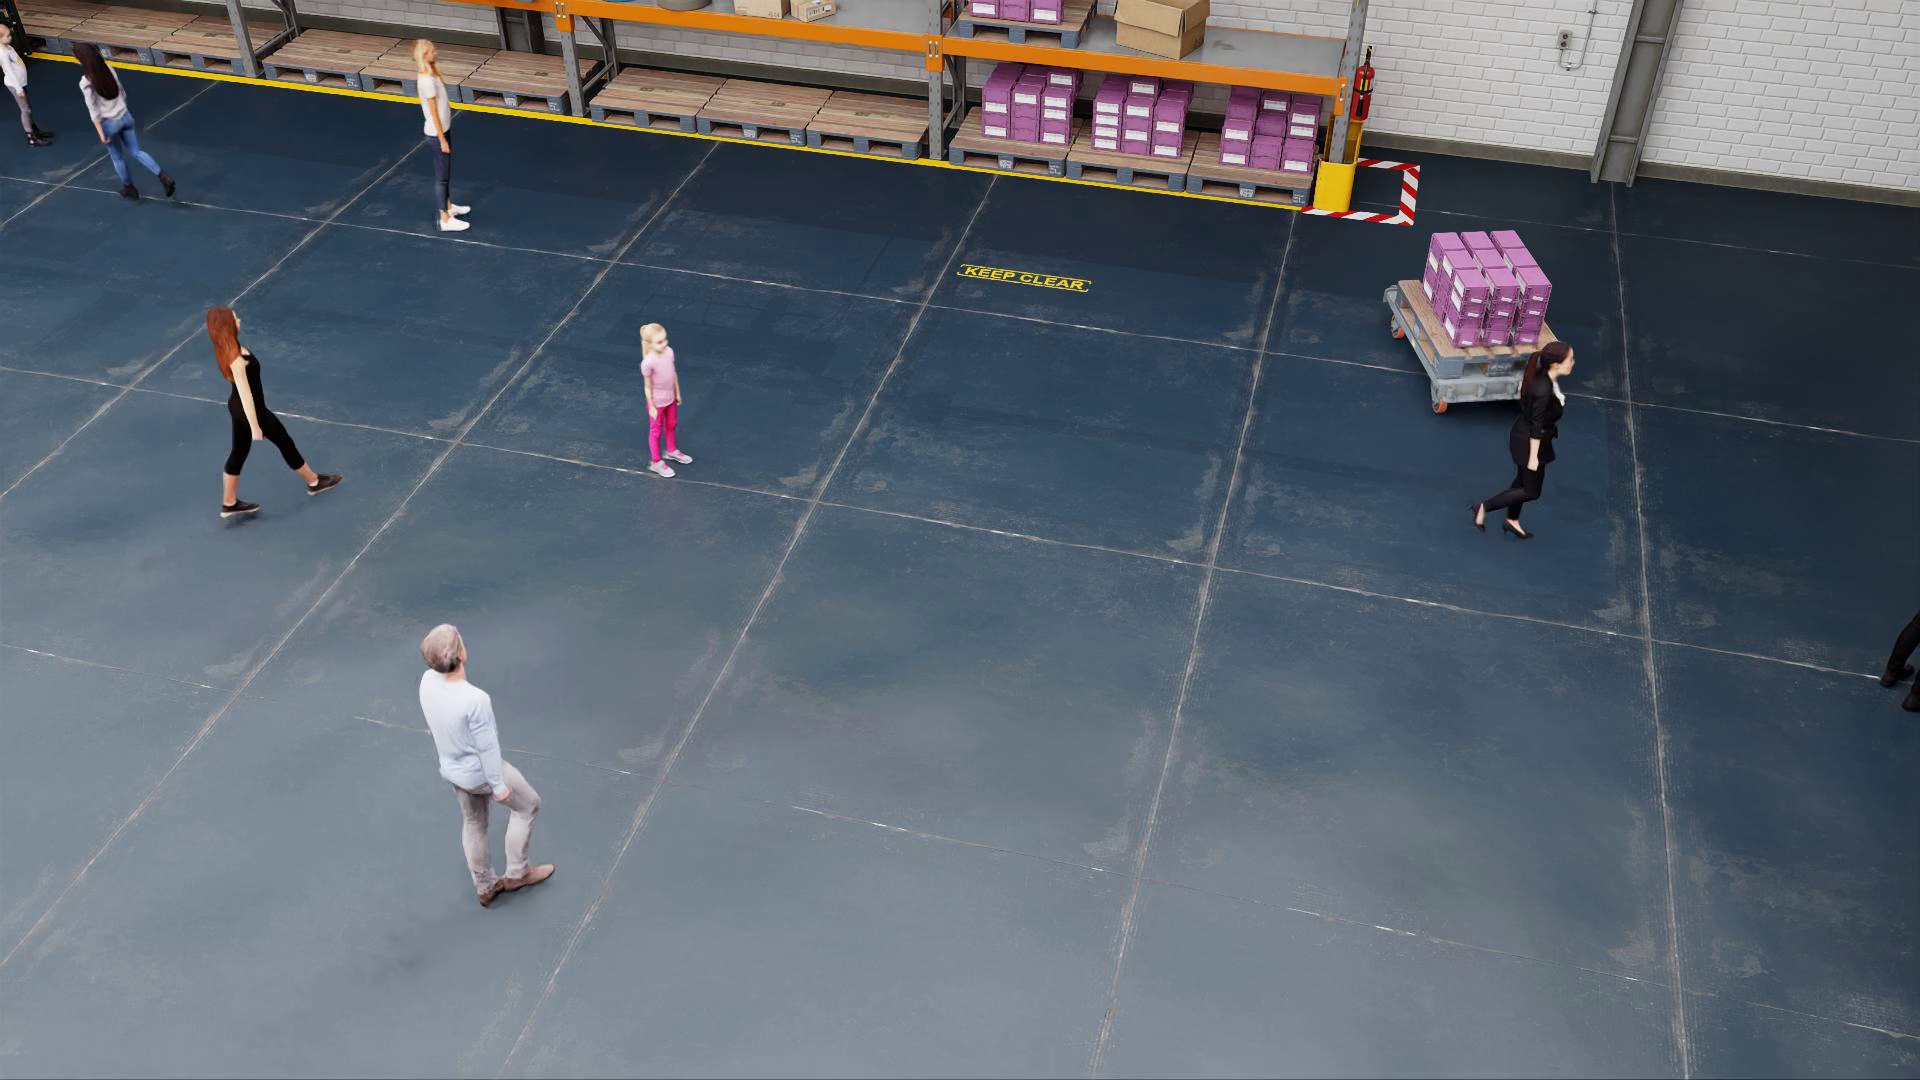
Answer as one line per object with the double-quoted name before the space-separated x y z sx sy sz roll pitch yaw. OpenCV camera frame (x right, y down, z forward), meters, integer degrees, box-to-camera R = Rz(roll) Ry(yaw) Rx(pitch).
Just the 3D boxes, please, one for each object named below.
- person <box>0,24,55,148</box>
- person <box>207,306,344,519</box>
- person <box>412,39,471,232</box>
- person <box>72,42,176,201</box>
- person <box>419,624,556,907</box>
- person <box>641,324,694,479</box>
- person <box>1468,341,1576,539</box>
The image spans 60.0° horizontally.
"person" -9.660 -4.661 17.013 0.637 1.277 0.587 -14 41 -17
"person" -5.187 -0.878 11.951 1.079 1.682 1.126 -26 45 -29
"person" -4.869 -3.777 15.481 0.664 1.806 0.672 -8 39 -10
"person" -7.974 -3.954 15.860 0.973 1.609 0.709 16 41 19
"person" -2.710 1.312 9.063 0.763 1.865 0.871 27 46 30
"person" -2.255 -1.077 12.531 0.558 1.269 0.535 23 44 26
"person" 3.943 -0.672 11.719 0.716 1.649 0.609 10 40 13
